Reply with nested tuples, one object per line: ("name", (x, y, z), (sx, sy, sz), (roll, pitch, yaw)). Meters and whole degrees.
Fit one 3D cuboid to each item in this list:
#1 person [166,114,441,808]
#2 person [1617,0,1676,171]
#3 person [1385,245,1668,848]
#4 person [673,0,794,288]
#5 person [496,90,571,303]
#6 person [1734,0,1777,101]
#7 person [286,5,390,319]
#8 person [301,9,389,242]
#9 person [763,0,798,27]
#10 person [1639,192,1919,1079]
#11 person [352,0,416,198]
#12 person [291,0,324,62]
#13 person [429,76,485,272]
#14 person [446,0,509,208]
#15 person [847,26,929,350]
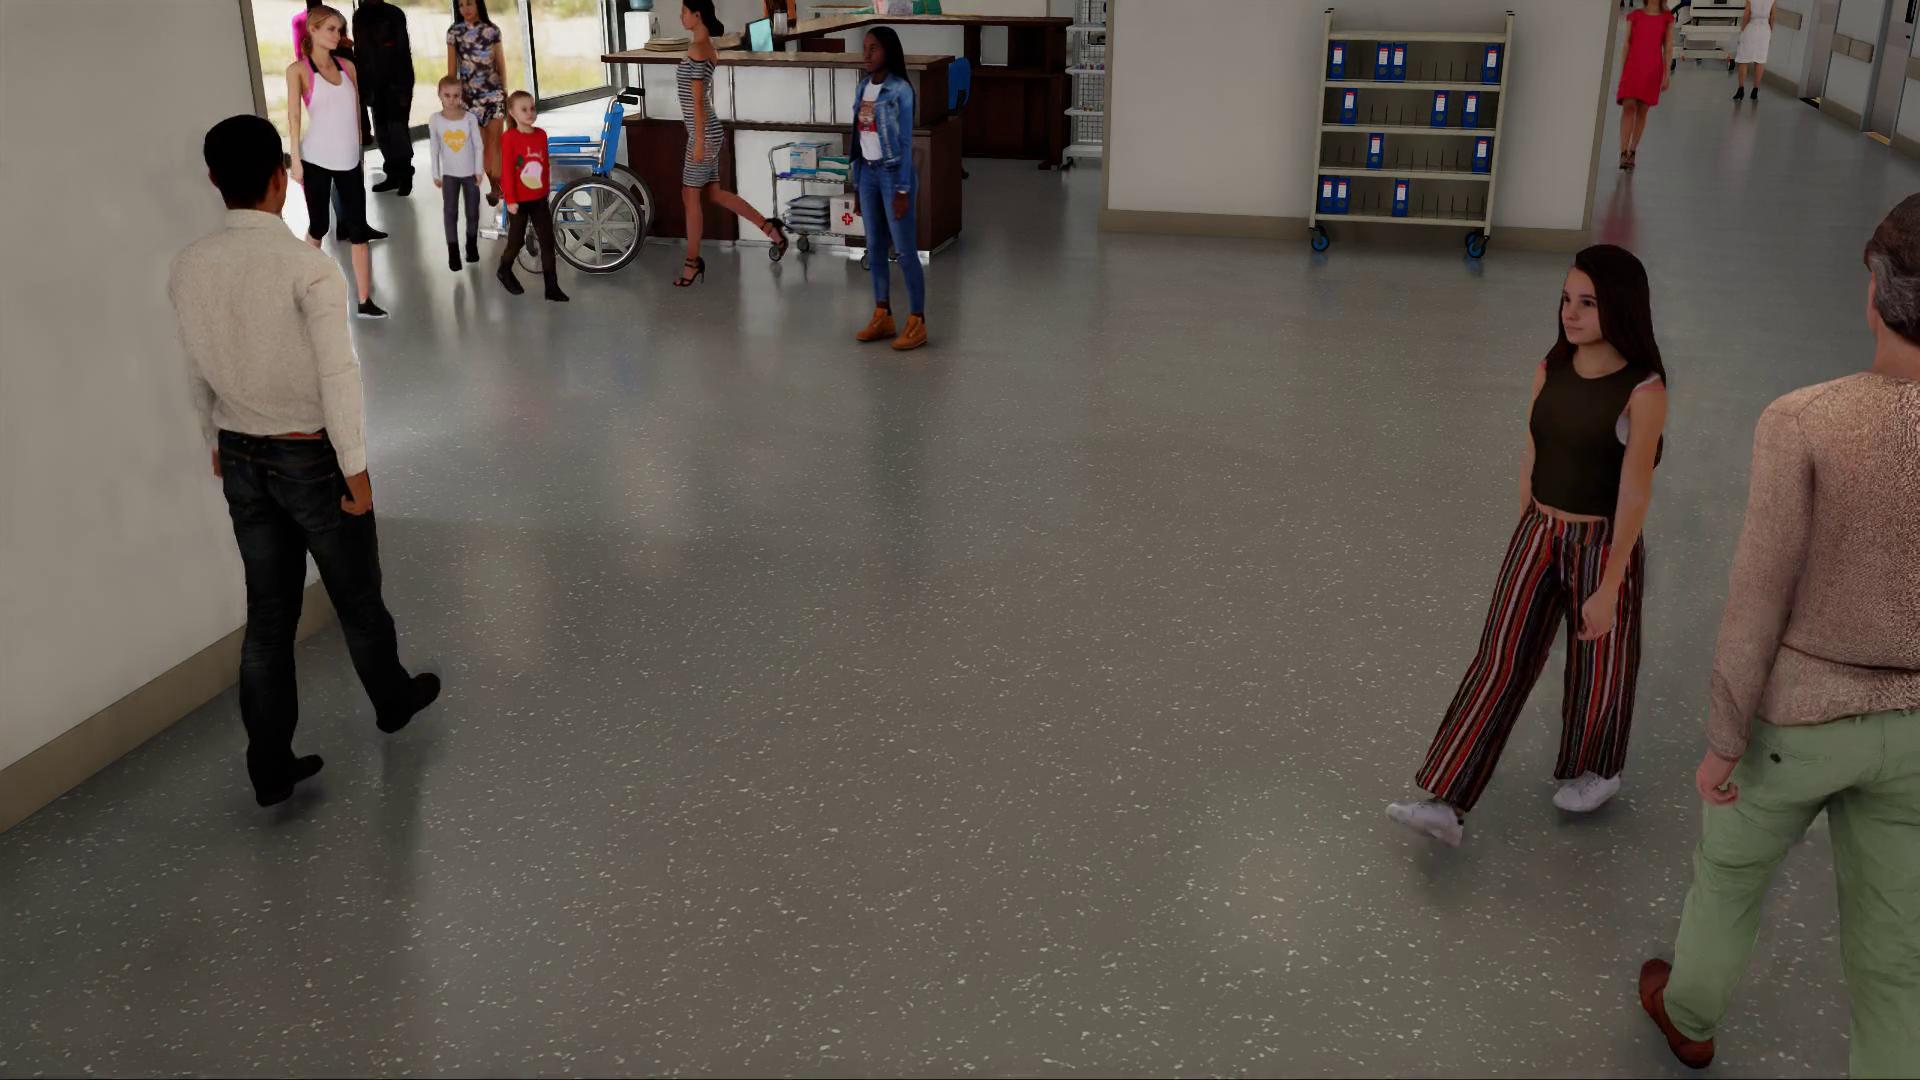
("person", (-1.800, -0.156, 4.330), (0.967, 1.780, 0.774), (4, 21, 11))
("person", (6.305, -4.292, 15.356), (0.802, 1.704, 0.661), (7, 22, 17))
("person", (1.600, 0.044, 4.171), (1.069, 1.517, 1.053), (-14, 25, -32))
("person", (-1.516, -2.482, 10.444), (1.095, 1.799, 0.847), (-2, 21, -6))
("person", (-2.672, -2.085, 10.159), (0.945, 1.258, 0.762), (18, 27, 39))
("person", (10.111, -6.395, 21.131), (0.485, 1.546, 0.629), (3, 21, 8))
("person", (-3.717, -2.164, 9.694), (1.063, 1.735, 1.290), (-19, 28, -40))
("person", (-4.471, -3.002, 12.047), (0.621, 1.635, 0.753), (12, 24, 28))
("person", (-1.795, -4.901, 16.779), (0.567, 1.835, 0.704), (13, 25, 32))
("person", (1.522, 0.395, 2.790), (1.247, 1.839, 0.863), (3, 21, 7))
("person", (-4.759, -3.836, 14.014), (0.680, 1.802, 0.751), (8, 22, 21))
("person", (-5.903, -4.300, 15.384), (0.694, 1.699, 0.749), (-12, 24, -30))
("person", (-3.326, -2.435, 11.108), (0.917, 1.241, 0.874), (-6, 22, -16))
("person", (-3.803, -3.519, 13.355), (1.169, 1.675, 1.016), (-5, 21, -14))
("person", (-0.387, -1.910, 9.064), (0.748, 1.706, 0.644), (-19, 28, -41))
